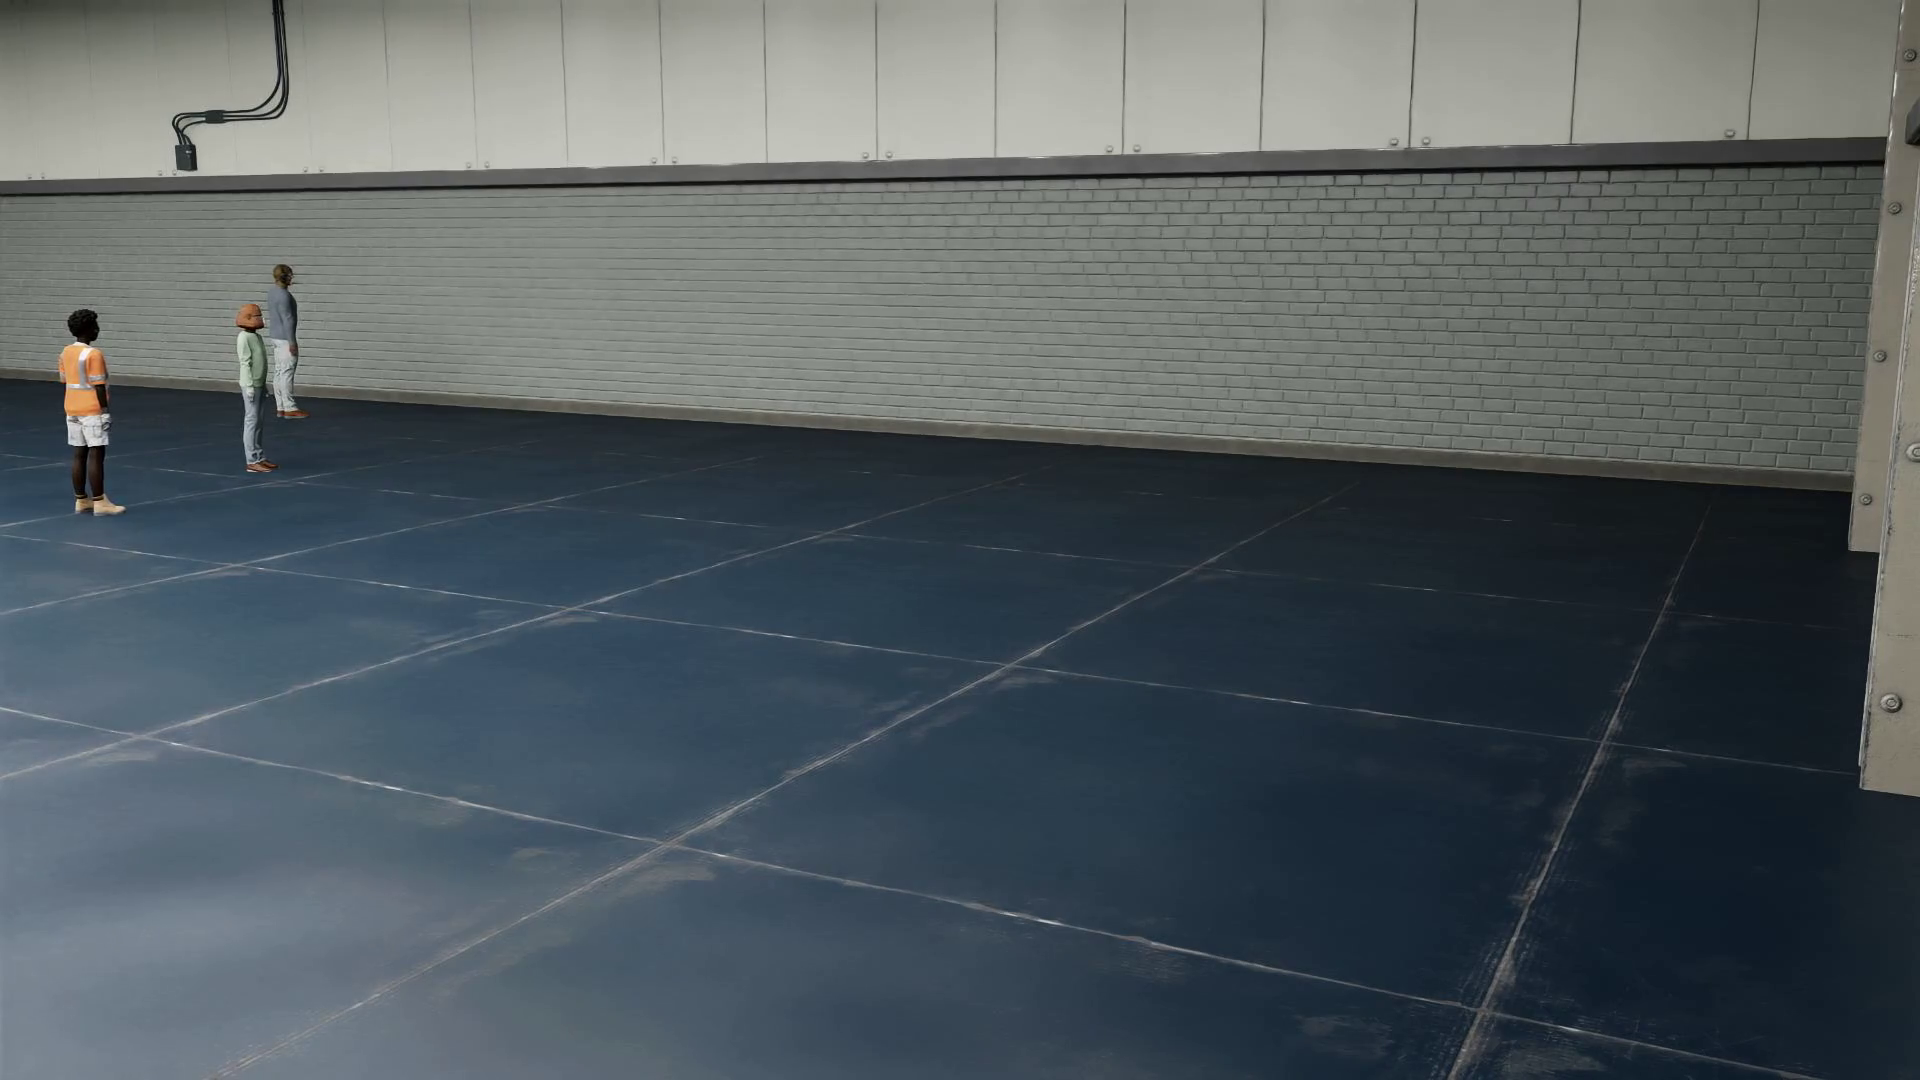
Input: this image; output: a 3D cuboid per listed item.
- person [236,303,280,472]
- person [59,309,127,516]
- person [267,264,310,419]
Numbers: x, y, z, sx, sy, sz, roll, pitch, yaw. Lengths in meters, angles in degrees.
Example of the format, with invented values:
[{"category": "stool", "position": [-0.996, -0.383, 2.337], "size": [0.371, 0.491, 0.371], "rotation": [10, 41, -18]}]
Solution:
[{"category": "person", "position": [-6.875, -1.485, 16.245], "size": [0.277, 1.636, 0.505], "rotation": [-1, 10, -7]}, {"category": "person", "position": [-7.163, -1.045, 13.681], "size": [0.538, 1.695, 0.320], "rotation": [7, 12, 33]}, {"category": "person", "position": [-8.495, -2.499, 20.948], "size": [0.370, 1.940, 0.627], "rotation": [-8, 13, -36]}]
